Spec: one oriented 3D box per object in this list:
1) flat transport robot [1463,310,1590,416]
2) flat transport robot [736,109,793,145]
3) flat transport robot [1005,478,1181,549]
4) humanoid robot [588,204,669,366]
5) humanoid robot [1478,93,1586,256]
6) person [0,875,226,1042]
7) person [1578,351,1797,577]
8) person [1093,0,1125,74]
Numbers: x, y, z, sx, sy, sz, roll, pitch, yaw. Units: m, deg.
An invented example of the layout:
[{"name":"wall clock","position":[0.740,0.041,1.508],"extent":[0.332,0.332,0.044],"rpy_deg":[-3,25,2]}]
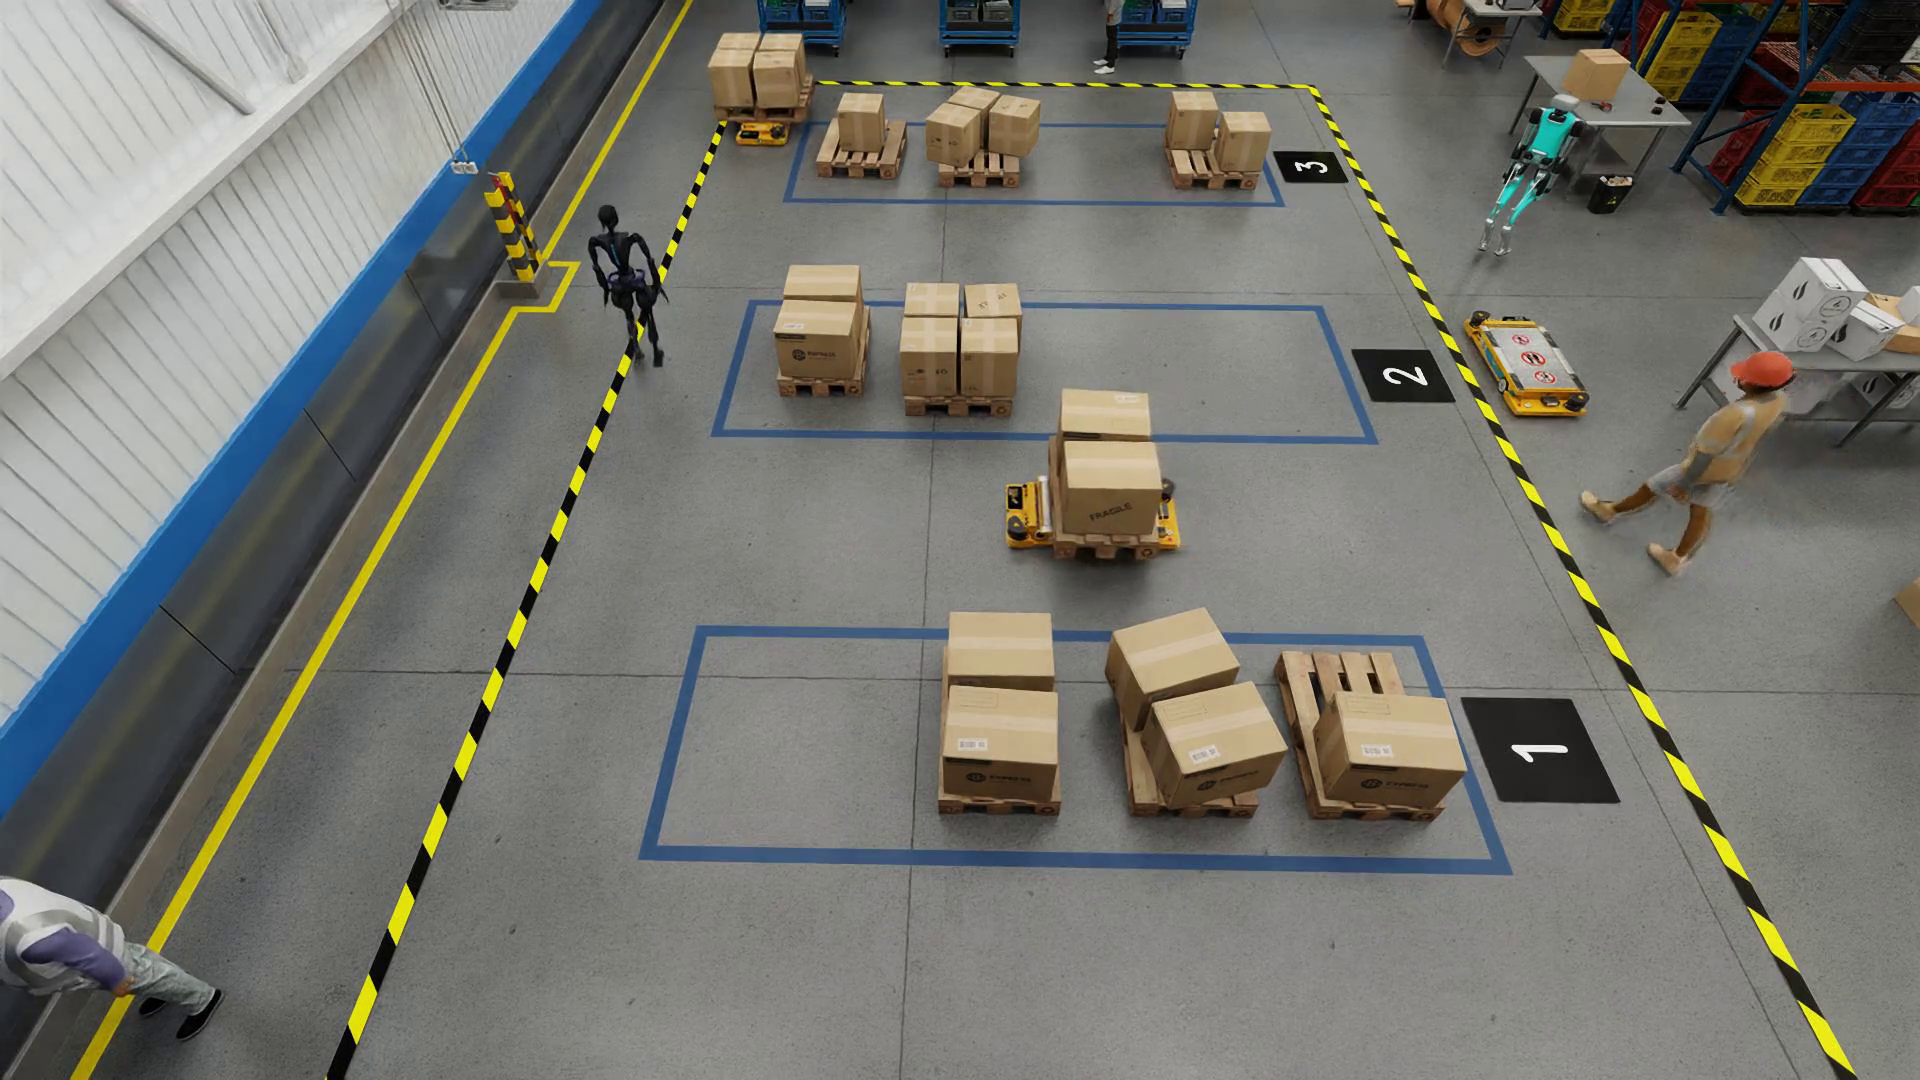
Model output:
[{"name":"flat transport robot","position":[5.573,-1.757,9.054],"extent":[0.659,0.231,1.431],"rpy_deg":[1,49,1]},{"name":"flat transport robot","position":[-2.636,-5.857,12.585],"extent":[0.652,0.197,1.431],"rpy_deg":[1,49,1]},{"name":"flat transport robot","position":[1.106,-0.241,7.723],"extent":[1.431,0.197,0.652],"rpy_deg":[1,49,1]},{"name":"humanoid robot","position":[-3.106,-2.389,8.670],"extent":[0.609,1.643,0.354],"rpy_deg":[-7,49,-6]},{"name":"humanoid robot","position":[5.993,-3.815,9.778],"extent":[0.735,1.673,0.533],"rpy_deg":[-36,58,-27]},{"name":"person","position":[-4.481,2.128,4.663],"extent":[0.590,1.822,0.404],"rpy_deg":[22,53,18]},{"name":"person","position":[5.598,-0.664,6.965],"extent":[0.730,1.989,1.008],"rpy_deg":[-15,51,-13]},{"name":"person","position":[2.170,-7.703,13.154],"extent":[0.384,1.852,0.586],"rpy_deg":[4,49,4]}]
